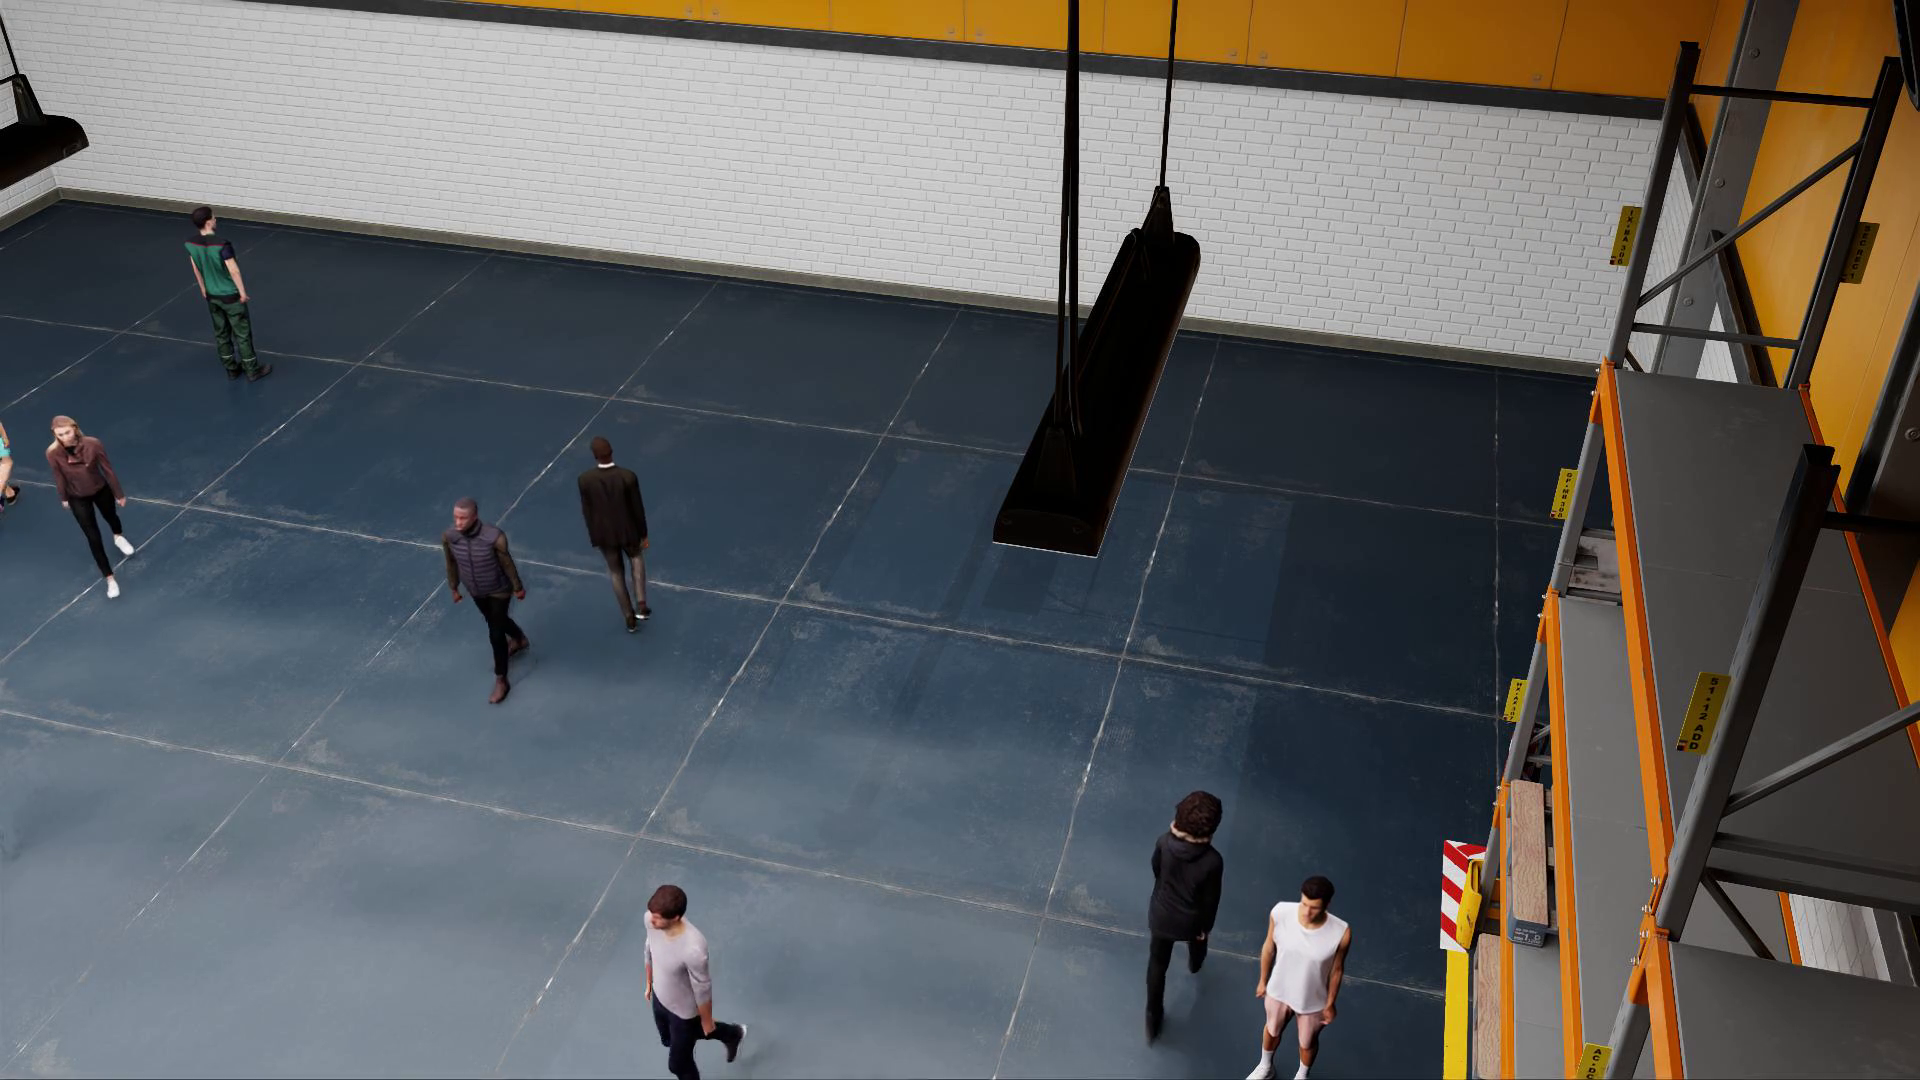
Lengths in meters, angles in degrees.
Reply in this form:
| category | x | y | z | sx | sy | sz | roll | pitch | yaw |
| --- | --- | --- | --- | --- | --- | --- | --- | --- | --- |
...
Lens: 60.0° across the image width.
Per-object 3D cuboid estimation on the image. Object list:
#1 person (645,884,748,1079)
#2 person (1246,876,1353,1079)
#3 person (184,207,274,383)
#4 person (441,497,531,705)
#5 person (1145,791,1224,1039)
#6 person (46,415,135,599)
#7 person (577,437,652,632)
| category | x | y | z | sx | sy | sz | roll | pitch | yaw |
| --- | --- | --- | --- | --- | --- | --- | --- | --- | --- |
| person | -1.543 | 2.629 | 9.649 | 1.083 | 1.823 | 0.975 | -25 | 41 | -32 |
| person | 1.995 | 2.607 | 9.715 | 0.691 | 1.788 | 0.656 | 17 | 37 | 23 |
| person | -7.707 | -2.571 | 17.405 | 0.663 | 1.900 | 0.551 | 9 | 35 | 13 |
| person | -3.664 | 0.361 | 13.097 | 0.716 | 1.785 | 1.008 | 10 | 35 | 15 |
| person | 1.322 | 2.331 | 10.187 | 0.691 | 1.726 | 1.134 | 12 | 36 | 18 |
| person | -7.498 | -0.391 | 14.364 | 1.196 | 1.635 | 1.235 | -19 | 38 | -27 |
| person | -2.827 | 0.008 | 13.632 | 0.776 | 1.780 | 0.791 | -4 | 34 | -6 |
